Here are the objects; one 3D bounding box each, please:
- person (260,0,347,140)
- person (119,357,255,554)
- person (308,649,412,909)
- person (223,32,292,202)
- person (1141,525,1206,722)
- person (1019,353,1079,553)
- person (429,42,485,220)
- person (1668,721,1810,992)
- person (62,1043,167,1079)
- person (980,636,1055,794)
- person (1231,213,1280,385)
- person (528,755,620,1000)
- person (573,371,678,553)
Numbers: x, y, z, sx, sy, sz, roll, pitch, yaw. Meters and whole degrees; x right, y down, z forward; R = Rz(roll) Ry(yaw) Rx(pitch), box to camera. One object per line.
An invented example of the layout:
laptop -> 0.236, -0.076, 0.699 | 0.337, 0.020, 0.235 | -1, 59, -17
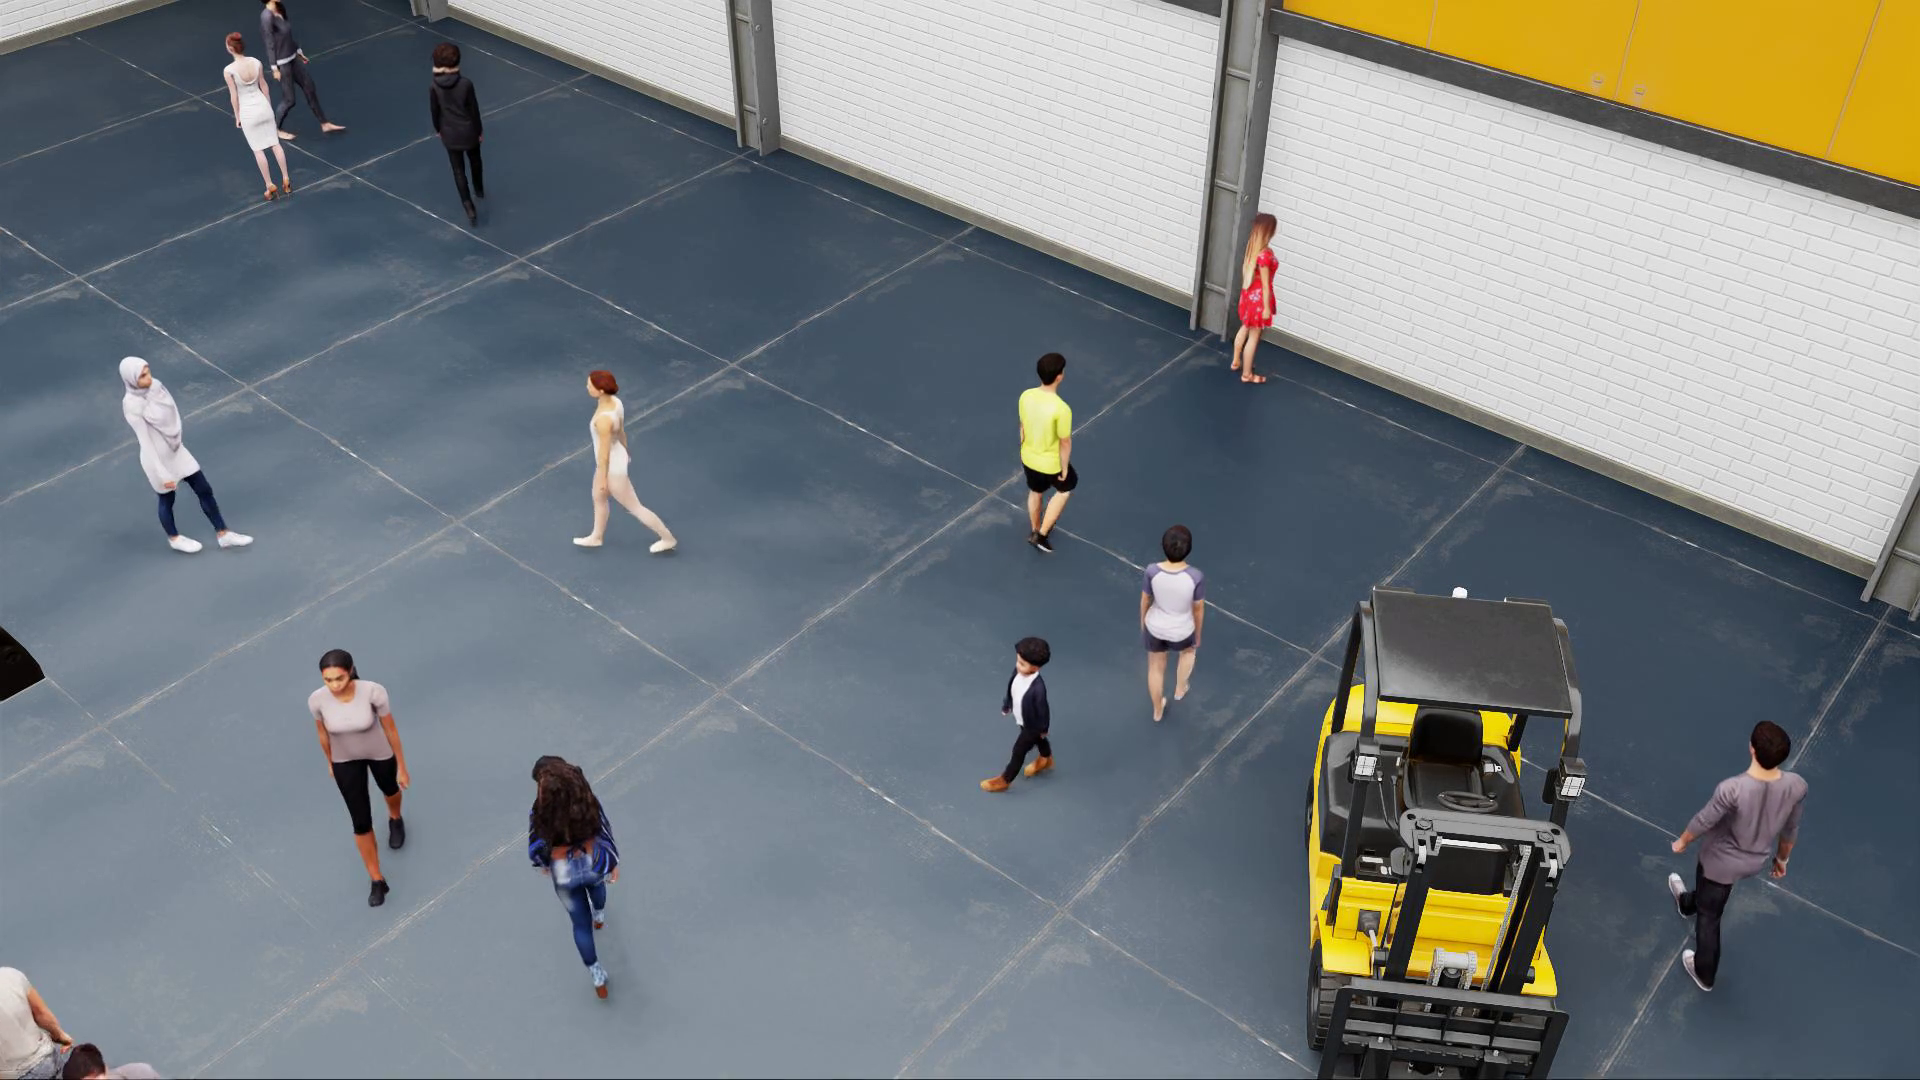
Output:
person -> -7.299, -5.181, 18.067 | 1.101, 1.735, 1.028 | -2, 39, -2
person -> -5.967, -0.609, 12.328 | 1.007, 1.754, 0.891 | 7, 39, 8
person -> -3.568, 1.263, 10.018 | 1.016, 1.712, 1.160 | -9, 39, -11
person -> -7.173, -4.316, 16.941 | 0.488, 1.790, 0.586 | 31, 48, 33
person -> 1.388, 0.596, 10.982 | 0.722, 1.550, 0.780 | 9, 39, 11
person -> 0.594, -0.601, 12.362 | 0.683, 1.698, 0.712 | 23, 44, 26
person -> -5.019, -4.064, 16.663 | 1.033, 1.743, 1.174 | -8, 39, -10
person -> 4.339, 1.823, 9.229 | 1.064, 1.822, 1.143 | -4, 39, -5
person -> -3.995, 2.904, 8.022 | 0.973, 1.638, 0.818 | 31, 48, 33
person -> 0.504, 1.089, 10.645 | 0.786, 1.202, 0.802 | -13, 41, -16
person -> 2.531, -2.086, 14.307 | 0.737, 1.593, 0.664 | -6, 39, -8
person -> -2.117, 1.906, 9.314 | 0.929, 1.585, 1.068 | -8, 39, -10
person -> -2.487, -0.531, 12.351 | 1.081, 1.604, 0.986 | -1, 39, -1
